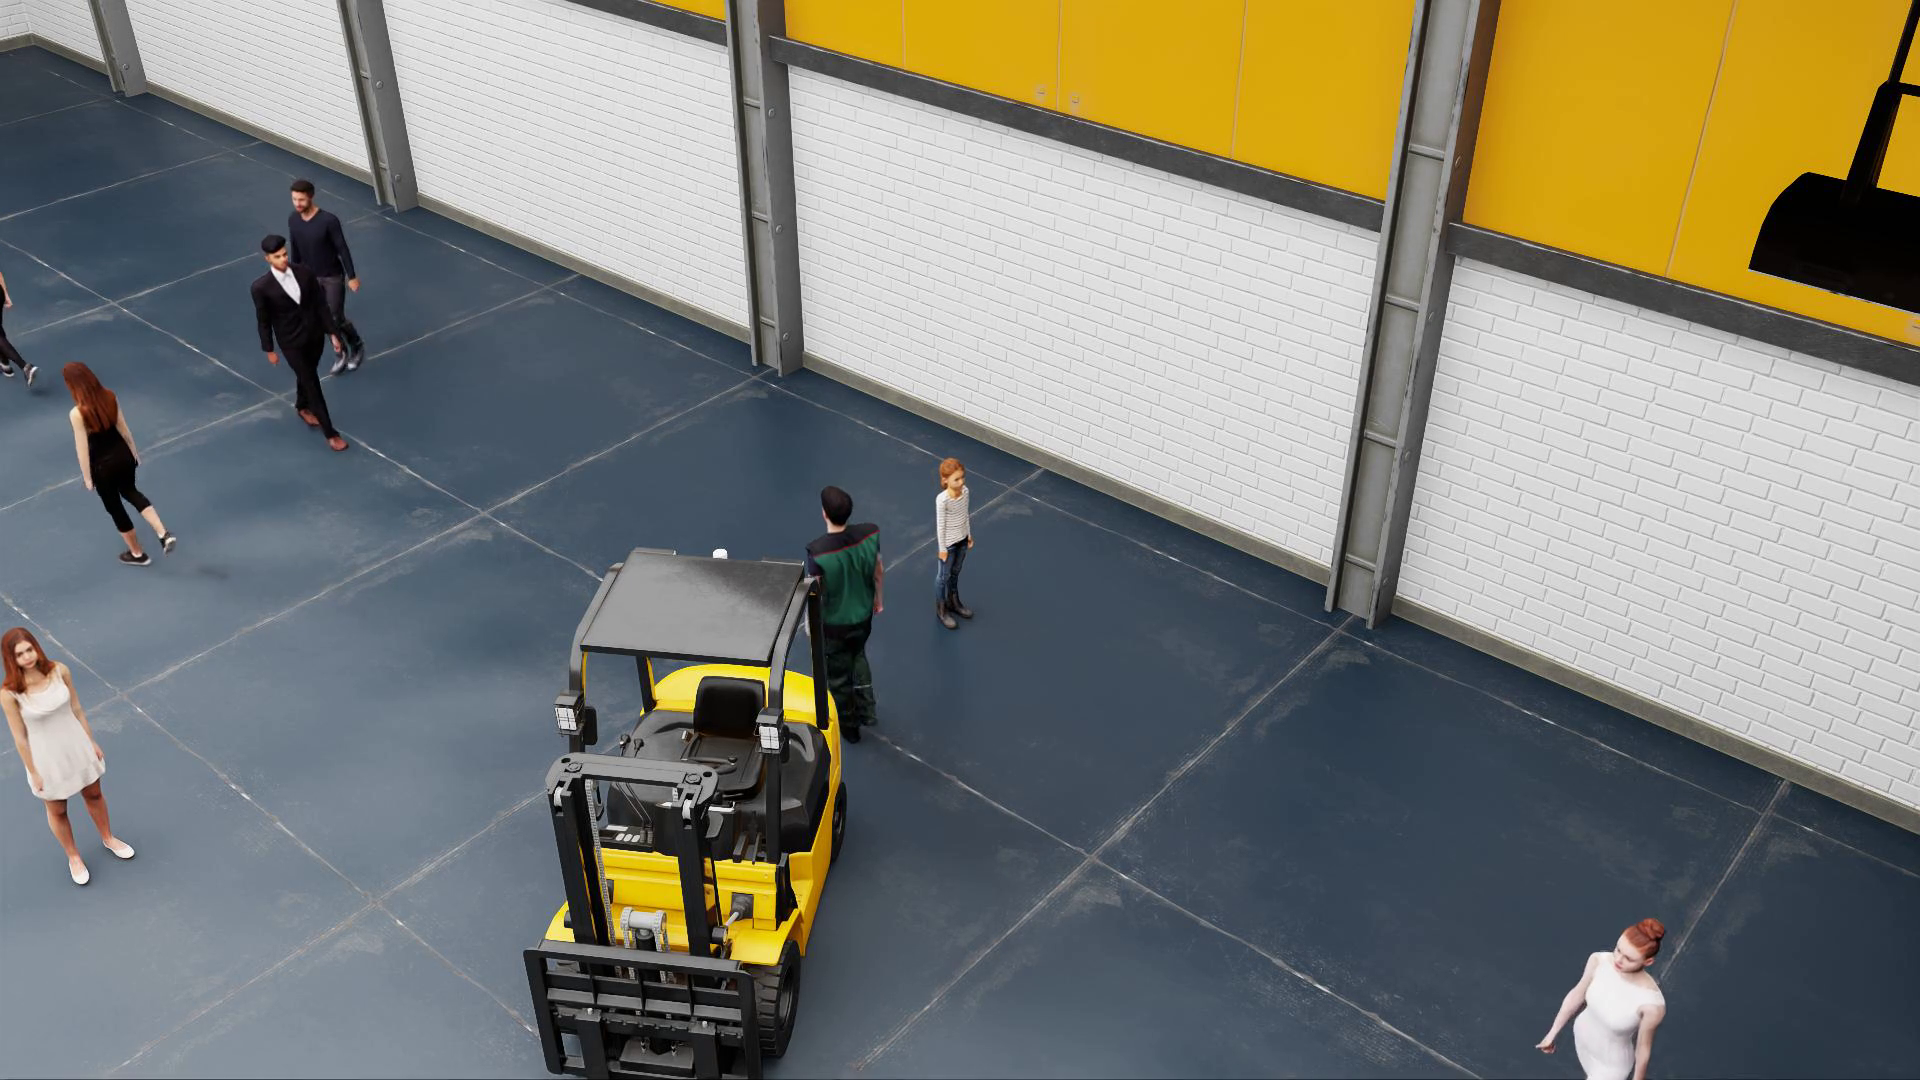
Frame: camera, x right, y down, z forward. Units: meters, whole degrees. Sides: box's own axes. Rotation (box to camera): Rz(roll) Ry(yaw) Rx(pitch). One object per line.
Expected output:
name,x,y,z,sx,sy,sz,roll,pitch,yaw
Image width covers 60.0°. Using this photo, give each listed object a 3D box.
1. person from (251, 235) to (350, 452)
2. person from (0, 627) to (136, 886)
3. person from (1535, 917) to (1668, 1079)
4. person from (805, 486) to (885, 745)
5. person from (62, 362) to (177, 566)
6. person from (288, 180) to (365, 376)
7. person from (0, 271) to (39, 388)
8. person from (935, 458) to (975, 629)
person,-5.518,-1.688,13.828,1.170,1.837,0.690,25,41,33
person,-5.193,1.211,9.579,0.516,1.711,0.547,26,41,33
person,3.066,2.400,7.766,0.968,1.738,1.095,-13,36,-19
person,-0.678,0.518,10.455,0.764,1.896,0.744,-22,39,-29
person,-6.152,-0.529,12.191,0.837,1.719,0.715,13,36,19
person,-5.622,-2.376,14.851,0.736,1.849,0.853,9,35,13
person,-8.531,-2.092,14.631,1.053,1.620,0.674,17,37,24
person,-0.059,0.002,11.755,0.484,1.316,0.464,26,41,33
